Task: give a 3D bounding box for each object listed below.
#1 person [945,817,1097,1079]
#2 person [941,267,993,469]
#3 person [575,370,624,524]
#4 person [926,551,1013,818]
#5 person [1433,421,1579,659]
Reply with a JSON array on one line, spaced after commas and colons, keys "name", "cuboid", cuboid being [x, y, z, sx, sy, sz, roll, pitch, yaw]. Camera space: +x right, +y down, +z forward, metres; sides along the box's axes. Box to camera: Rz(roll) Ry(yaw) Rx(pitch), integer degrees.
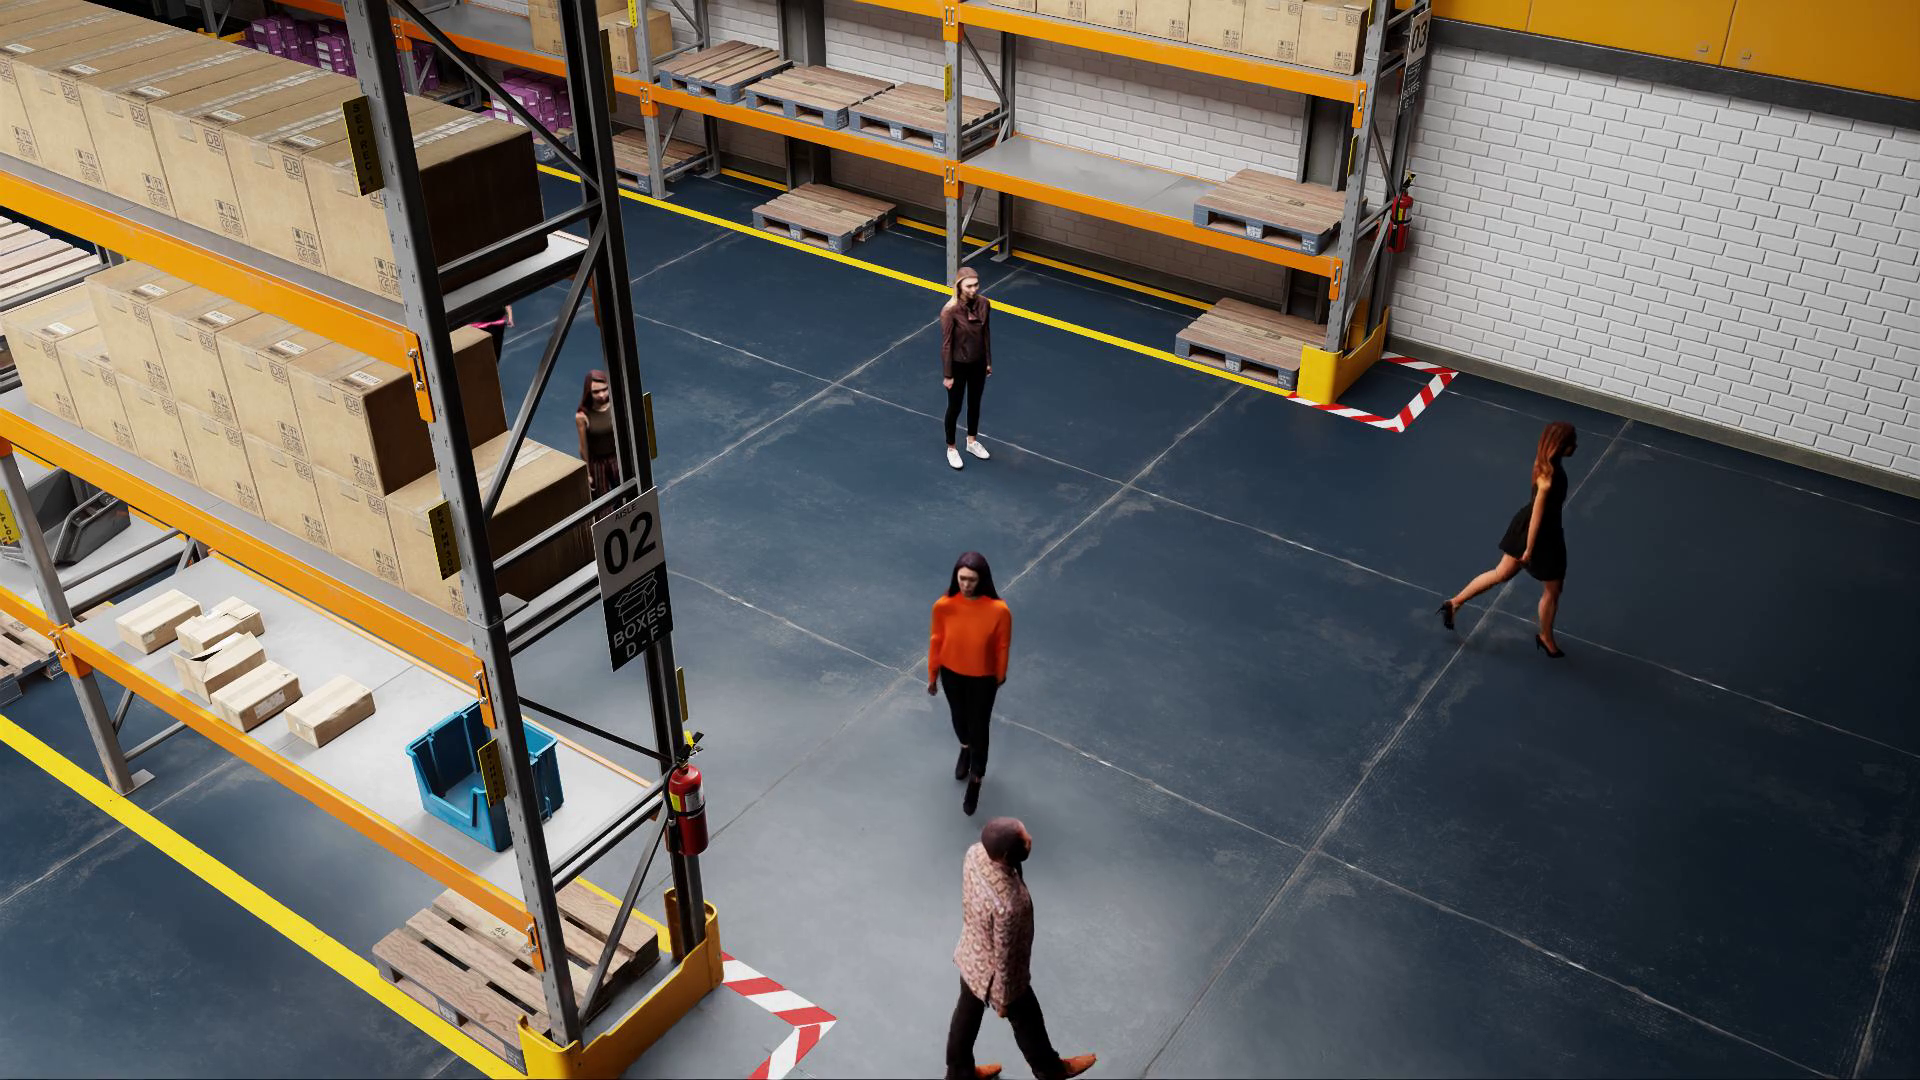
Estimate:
[{"name": "person", "cuboid": [0.085, 2.061, 8.014, 1.084, 1.782, 1.079, -12, 36, -18]}, {"name": "person", "cuboid": [0.051, -1.396, 13.290, 0.666, 1.698, 0.620, -20, 39, -28]}, {"name": "person", "cuboid": [-2.591, -0.557, 12.151, 0.630, 1.562, 0.660, -13, 36, -18]}, {"name": "person", "cuboid": [0.074, 0.754, 10.026, 0.840, 1.730, 0.836, 10, 35, 15]}, {"name": "person", "cuboid": [3.726, 0.001, 11.101, 1.197, 1.795, 0.835, 9, 35, 13]}]
